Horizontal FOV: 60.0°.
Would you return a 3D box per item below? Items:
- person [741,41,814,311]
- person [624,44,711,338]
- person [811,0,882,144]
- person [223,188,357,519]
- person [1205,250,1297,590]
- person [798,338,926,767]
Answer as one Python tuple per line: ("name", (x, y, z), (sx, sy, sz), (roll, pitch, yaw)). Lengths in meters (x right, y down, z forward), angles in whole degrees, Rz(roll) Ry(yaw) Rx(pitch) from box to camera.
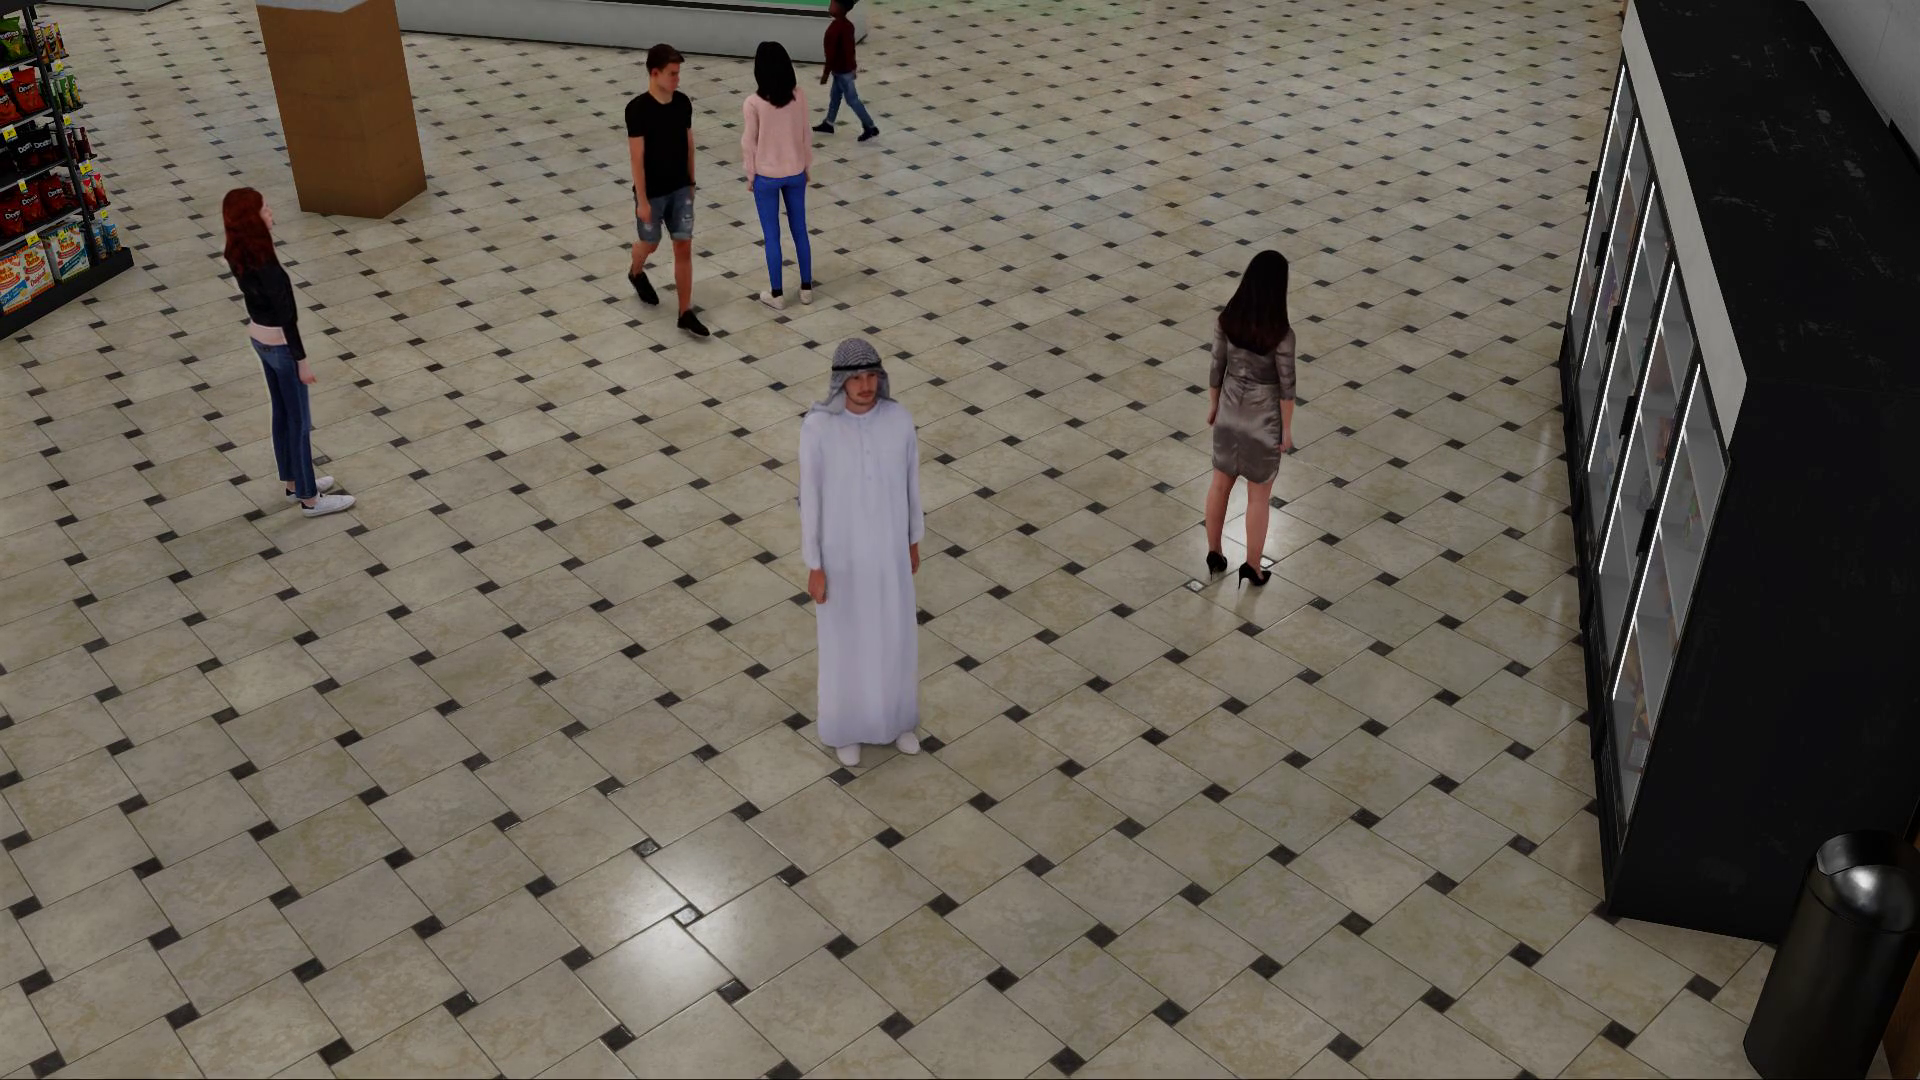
("person", (-1.184, -2.380, 10.910), (0.700, 1.768, 0.781), (-14, 35, -22))
("person", (-1.970, -2.257, 10.675), (1.119, 1.809, 1.271), (-22, 38, -31))
("person", (-0.920, -3.936, 13.917), (0.867, 1.234, 0.500), (8, 33, 12))
("person", (-3.522, -0.967, 8.621), (0.722, 1.787, 0.631), (-24, 39, -33))
("person", (1.388, -0.558, 8.005), (0.582, 1.743, 0.729), (22, 38, 31))
("person", (-0.419, 0.039, 6.873), (0.815, 1.926, 0.893), (-13, 34, -20))
